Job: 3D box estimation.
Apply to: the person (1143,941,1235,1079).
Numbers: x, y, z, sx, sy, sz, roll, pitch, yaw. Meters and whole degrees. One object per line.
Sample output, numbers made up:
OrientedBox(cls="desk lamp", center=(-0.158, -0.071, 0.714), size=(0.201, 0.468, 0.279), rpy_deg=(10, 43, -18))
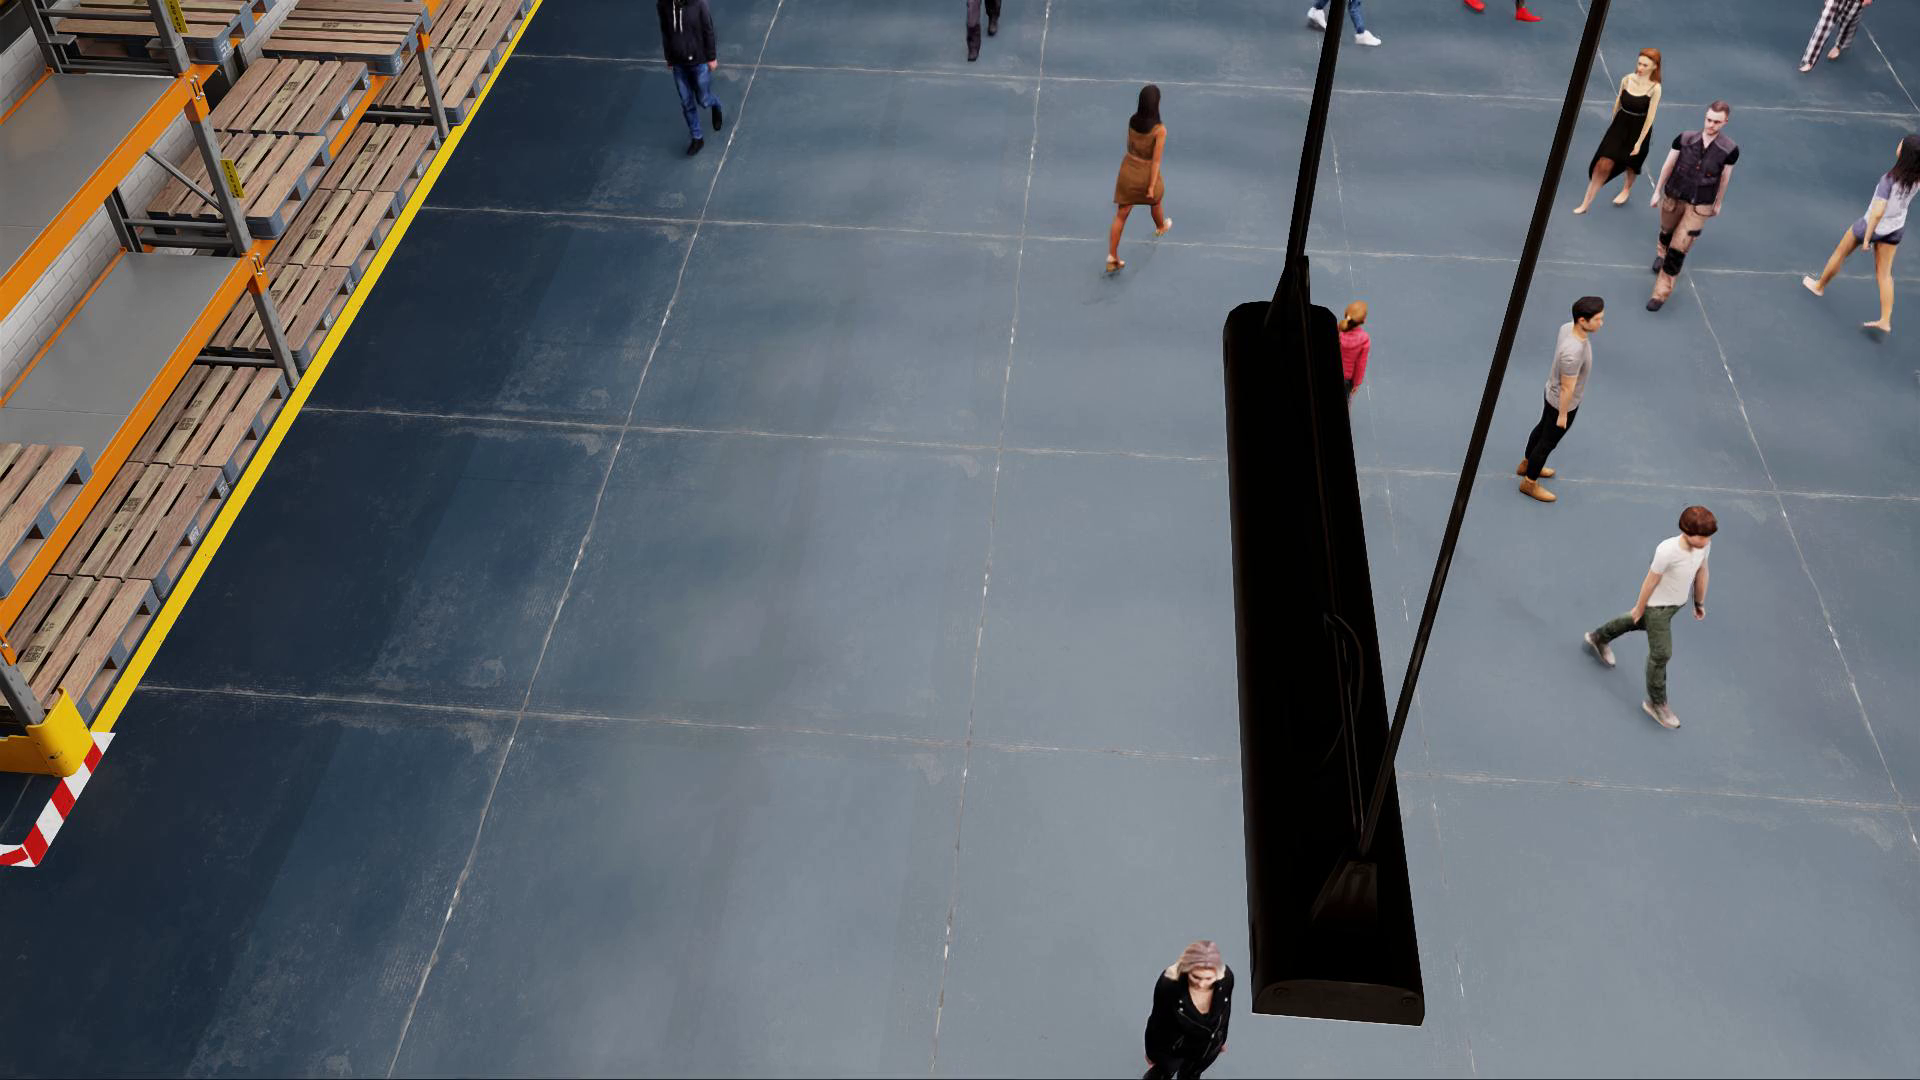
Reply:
OrientedBox(cls="person", center=(1.148, 2.533, 8.458), size=(0.680, 1.685, 0.650), rpy_deg=(-10, 45, -11))

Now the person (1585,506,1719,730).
OrientedBox(cls="person", center=(4.503, 0.358, 10.793), size=(1.003, 1.612, 1.190), rpy_deg=(-21, 47, -20))

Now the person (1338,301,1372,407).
OrientedBox(cls="person", center=(2.873, -1.223, 12.685), size=(0.677, 1.292, 0.950), rpy_deg=(16, 46, 16))

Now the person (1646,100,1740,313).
OrientedBox(cls="person", center=(6.197, -2.923, 14.110), size=(1.099, 1.788, 1.312), rpy_deg=(26, 50, 25))

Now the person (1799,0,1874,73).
OrientedBox(cls="person", center=(9.195, -5.710, 17.030), size=(1.094, 1.796, 1.227), rpy_deg=(33, 53, 30))

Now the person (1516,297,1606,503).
OrientedBox(cls="person", center=(4.417, -1.068, 12.213), size=(0.703, 1.719, 0.515), rpy_deg=(10, 45, 11))

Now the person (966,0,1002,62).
OrientedBox(cls="person", center=(0.272, -6.046, 17.374), size=(0.719, 1.807, 1.185), rpy_deg=(2, 44, 3))

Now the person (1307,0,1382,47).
OrientedBox(cls="person", center=(4.059, -6.145, 17.506), size=(1.212, 1.768, 1.227), rpy_deg=(32, 52, 29))

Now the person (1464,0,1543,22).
OrientedBox(cls="person", center=(5.828, -6.481, 17.866), size=(1.210, 1.759, 1.243), rpy_deg=(-32, 52, -29))

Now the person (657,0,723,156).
OrientedBox(cls="person", center=(-2.529, -4.614, 15.819), size=(0.779, 1.879, 0.945), rpy_deg=(13, 45, 13))

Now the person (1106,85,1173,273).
OrientedBox(cls="person", center=(1.501, -3.064, 14.374), size=(1.002, 1.628, 1.171), rpy_deg=(32, 52, 29))

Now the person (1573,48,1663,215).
OrientedBox(cls="person", center=(6.133, -3.716, 15.093), size=(0.983, 1.581, 1.124), rpy_deg=(31, 52, 28))

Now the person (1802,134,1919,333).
OrientedBox(cls="person", center=(7.671, -2.509, 13.749), size=(0.867, 1.687, 1.225), rpy_deg=(-11, 45, -11))
